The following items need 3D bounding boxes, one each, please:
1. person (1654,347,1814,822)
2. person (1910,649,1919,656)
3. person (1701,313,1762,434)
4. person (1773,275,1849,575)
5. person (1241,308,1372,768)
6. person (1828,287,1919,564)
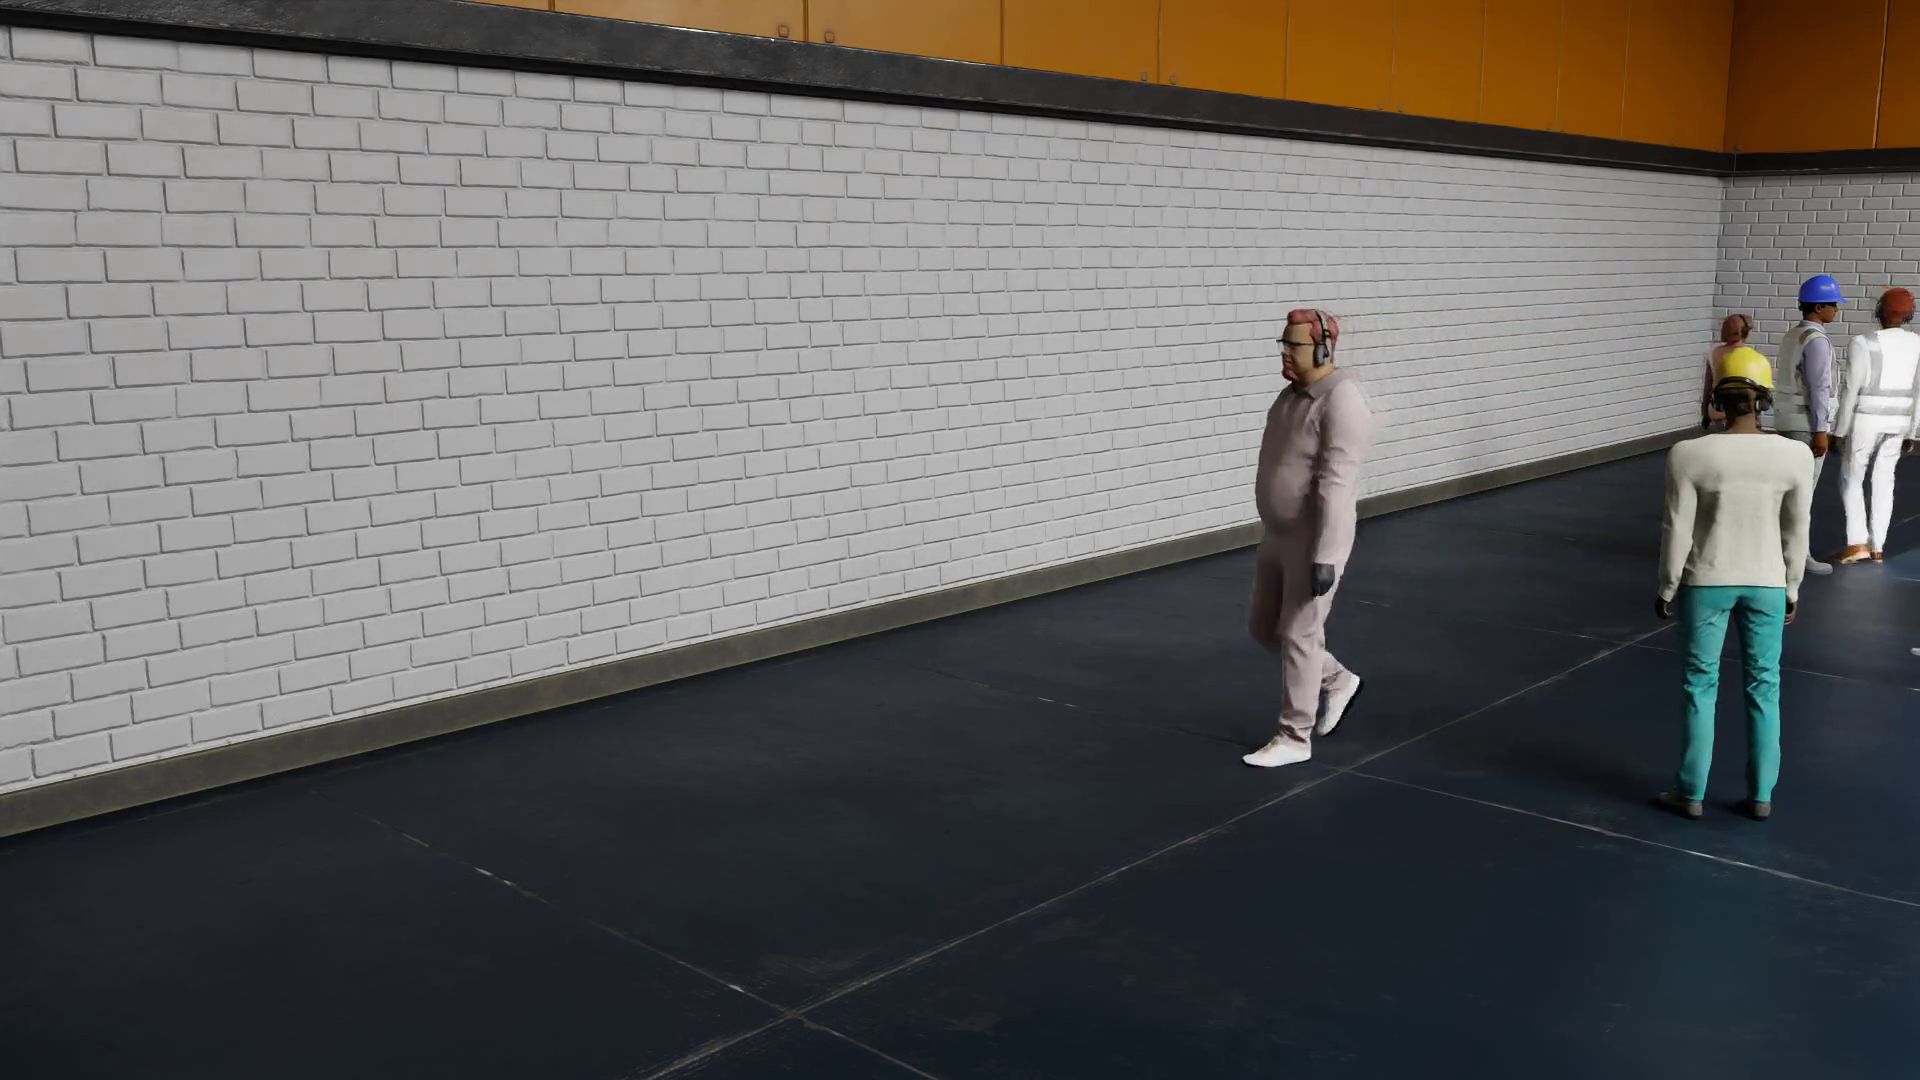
[{"bbox_3d":[2.855,0.173,6.186,0.526,1.765,0.330,1,10,7],"label":"person"},{"bbox_3d":[5.301,-0.105,8.257,0.522,1.595,0.886,-9,14,-43],"label":"person"},{"bbox_3d":[6.045,-0.976,13.132,0.683,1.618,0.522,-3,10,-18],"label":"person"},{"bbox_3d":[5.563,-0.756,10.949,0.388,1.948,0.605,1,10,7],"label":"person"},{"bbox_3d":[1.439,-0.003,6.834,0.536,1.889,0.646,-3,10,-16],"label":"person"},{"bbox_3d":[6.171,-0.744,11.158,0.654,1.877,0.473,-1,10,-3],"label":"person"}]
